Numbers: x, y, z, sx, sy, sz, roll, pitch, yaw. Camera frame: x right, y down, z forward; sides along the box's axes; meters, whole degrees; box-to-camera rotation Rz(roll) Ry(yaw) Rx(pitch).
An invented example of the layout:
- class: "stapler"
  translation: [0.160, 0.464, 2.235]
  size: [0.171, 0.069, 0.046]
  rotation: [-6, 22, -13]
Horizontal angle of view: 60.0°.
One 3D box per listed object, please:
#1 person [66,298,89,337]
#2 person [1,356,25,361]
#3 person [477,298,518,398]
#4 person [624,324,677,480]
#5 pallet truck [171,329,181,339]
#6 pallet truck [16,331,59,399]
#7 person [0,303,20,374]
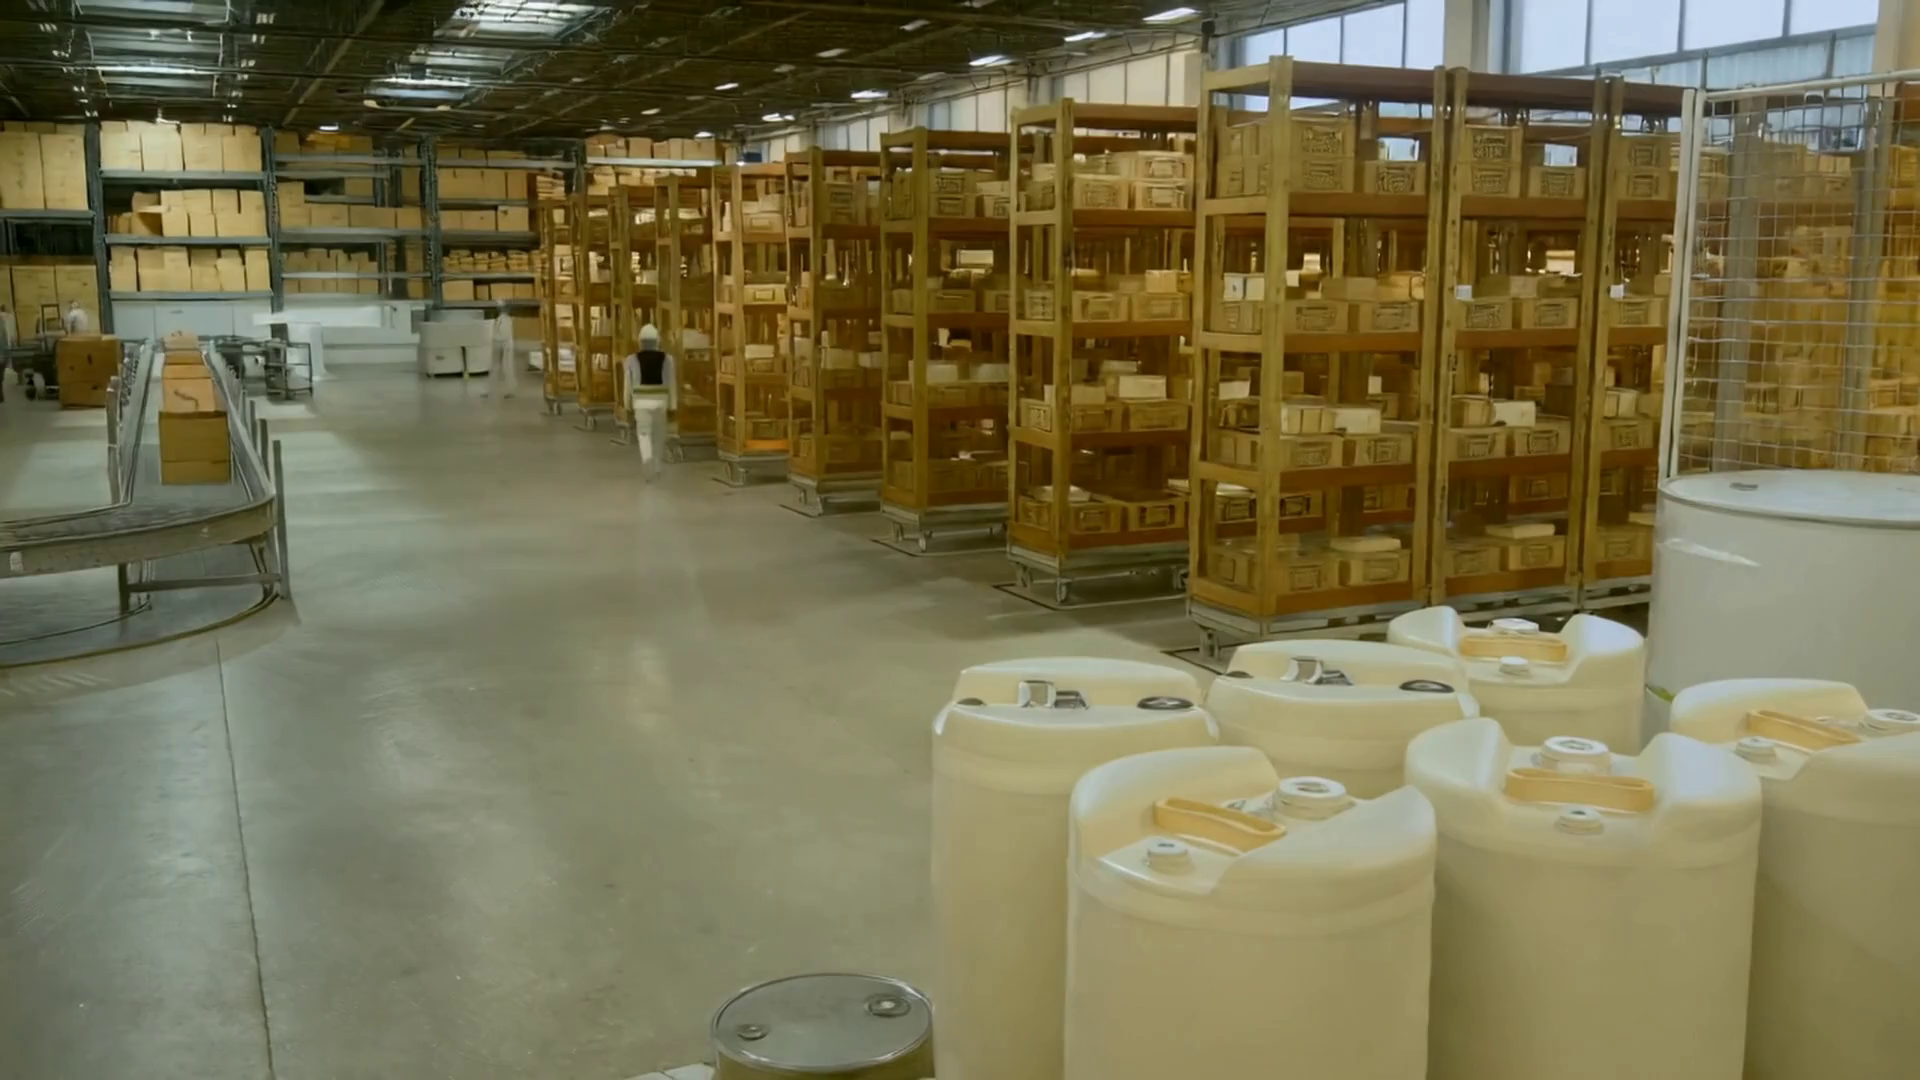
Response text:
- class: "person"
  translation: [-20.242, -4.636, 38.141]
  size: [0.404, 1.823, 0.591]
  rotation: [3, 10, 16]
- class: "person"
  translation: [-25.862, -5.694, 45.149]
  size: [0.779, 1.660, 0.550]
  rotation: [-4, 10, -24]
- class: "person"
  translation: [-8.796, -3.633, 31.604]
  size: [0.624, 1.909, 0.875]
  rotation: [8, 12, 42]
- class: "person"
  translation: [-3.554, -1.573, 19.159]
  size: [0.602, 1.809, 0.700]
  rotation: [-3, 10, -17]
- class: "pallet truck"
  translation: [-17.275, -3.851, 35.096]
  size: [1.601, 1.201, 0.680]
  rotation: [0, 9, 1]
- class: "pallet truck"
  translation: [-17.082, -3.353, 31.781]
  size: [1.630, 1.274, 0.653]
  rotation: [-4, 10, -25]
- class: "person"
  translation: [-22.588, -4.740, 39.188]
  size: [0.641, 1.680, 0.538]
  rotation: [-7, 12, -39]
